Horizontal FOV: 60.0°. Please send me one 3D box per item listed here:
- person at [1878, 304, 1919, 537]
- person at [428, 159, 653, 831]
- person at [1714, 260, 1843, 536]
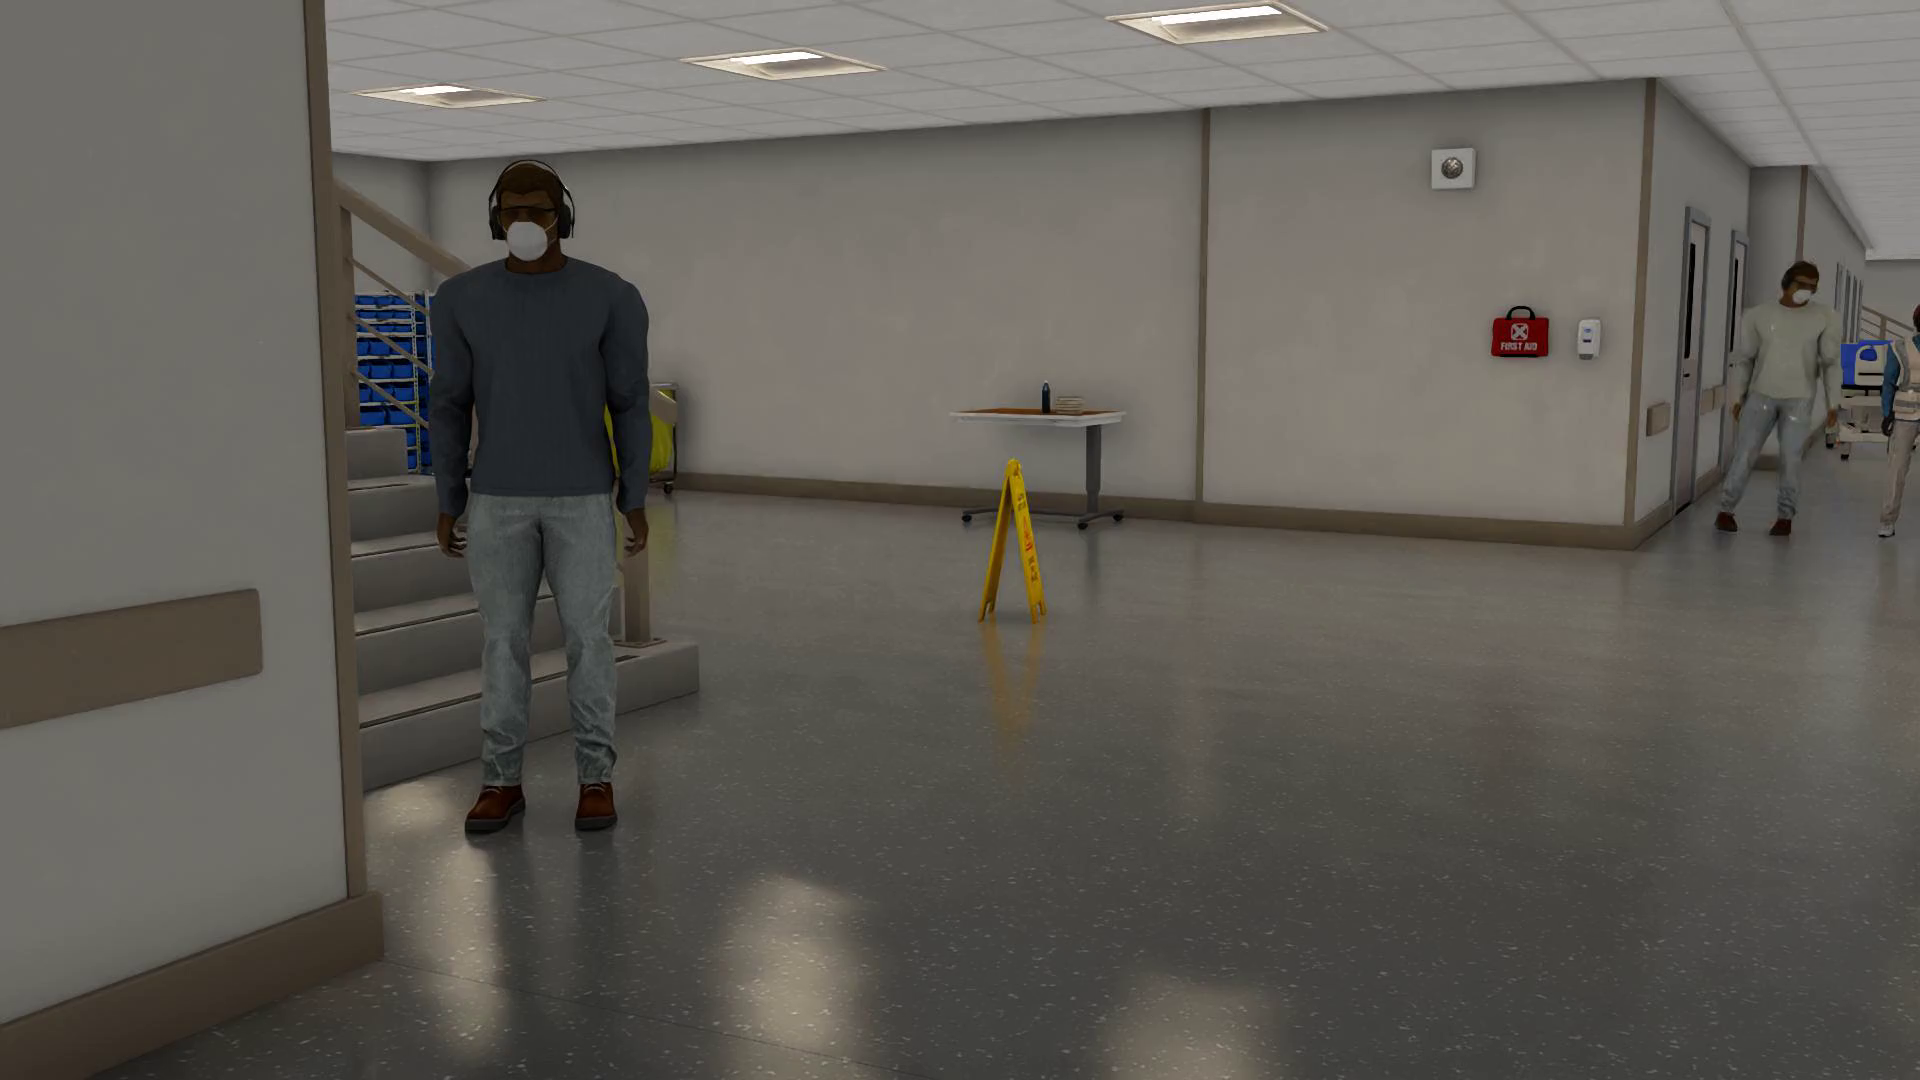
[{"bbox_3d":[6.602,-0.822,11.409,0.515,1.641,0.315,4,8,27],"label":"person"},{"bbox_3d":[-1.217,-0.117,4.843,0.638,1.937,0.356,0,7,-4],"label":"person"},{"bbox_3d":[5.701,-0.965,11.508,0.717,1.909,0.438,5,9,33],"label":"person"}]
